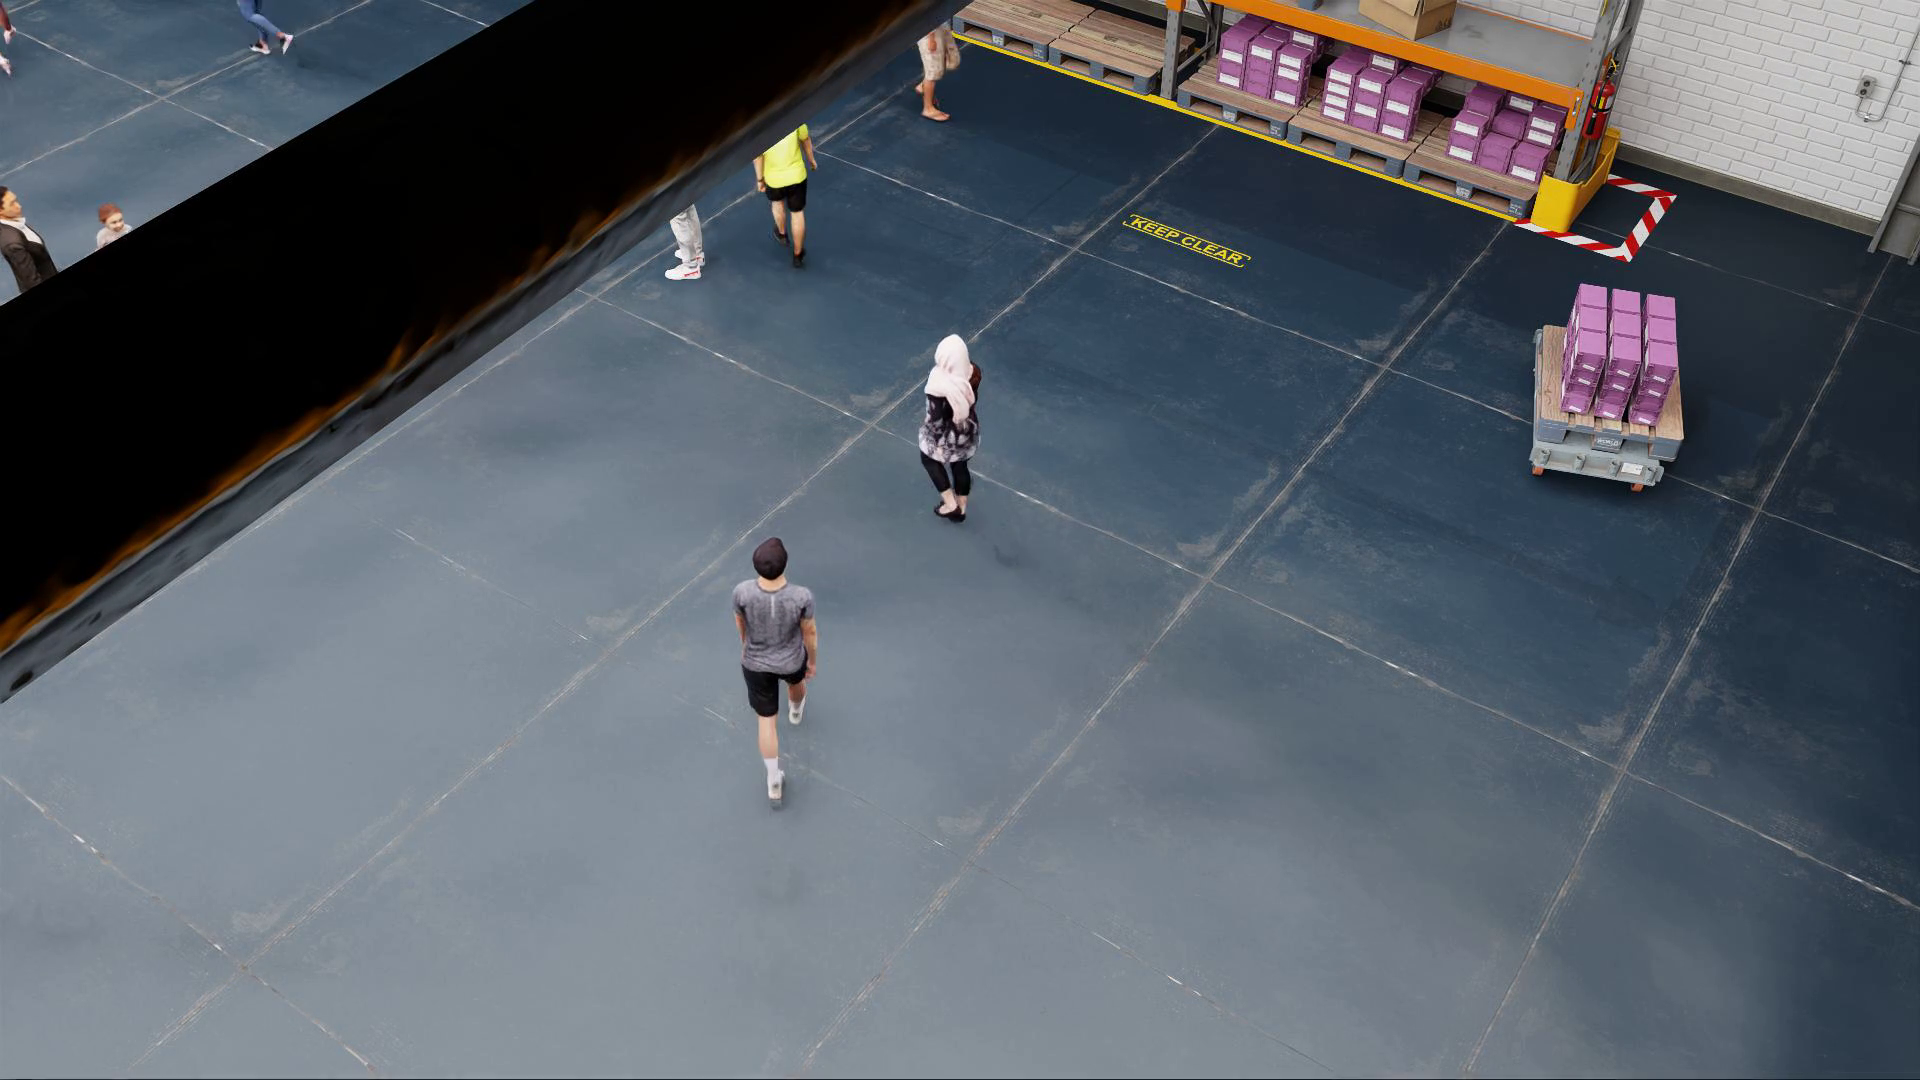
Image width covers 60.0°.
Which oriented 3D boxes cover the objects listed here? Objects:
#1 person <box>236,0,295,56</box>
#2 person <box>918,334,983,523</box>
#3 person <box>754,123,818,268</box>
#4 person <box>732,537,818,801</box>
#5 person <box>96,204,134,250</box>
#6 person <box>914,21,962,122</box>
[{"bbox_3d":[-7.179,-5.659,16.899,0.933,1.606,0.735,13,45,13],"label":"person"},{"bbox_3d":[0.005,-0.743,11.726,0.699,1.626,0.735,-33,53,-30],"label":"person"},{"bbox_3d":[-1.492,-3.079,14.141,0.943,1.676,0.995,-2,44,-2],"label":"person"},{"bbox_3d":[-1.130,0.773,9.976,1.183,1.844,1.176,-2,44,-2],"label":"person"},{"bbox_3d":[-6.873,-2.261,13.644,0.567,1.178,0.532,34,53,30],"label":"person"},{"bbox_3d":[-0.338,-4.929,15.958,0.769,1.849,0.723,16,46,16],"label":"person"}]
